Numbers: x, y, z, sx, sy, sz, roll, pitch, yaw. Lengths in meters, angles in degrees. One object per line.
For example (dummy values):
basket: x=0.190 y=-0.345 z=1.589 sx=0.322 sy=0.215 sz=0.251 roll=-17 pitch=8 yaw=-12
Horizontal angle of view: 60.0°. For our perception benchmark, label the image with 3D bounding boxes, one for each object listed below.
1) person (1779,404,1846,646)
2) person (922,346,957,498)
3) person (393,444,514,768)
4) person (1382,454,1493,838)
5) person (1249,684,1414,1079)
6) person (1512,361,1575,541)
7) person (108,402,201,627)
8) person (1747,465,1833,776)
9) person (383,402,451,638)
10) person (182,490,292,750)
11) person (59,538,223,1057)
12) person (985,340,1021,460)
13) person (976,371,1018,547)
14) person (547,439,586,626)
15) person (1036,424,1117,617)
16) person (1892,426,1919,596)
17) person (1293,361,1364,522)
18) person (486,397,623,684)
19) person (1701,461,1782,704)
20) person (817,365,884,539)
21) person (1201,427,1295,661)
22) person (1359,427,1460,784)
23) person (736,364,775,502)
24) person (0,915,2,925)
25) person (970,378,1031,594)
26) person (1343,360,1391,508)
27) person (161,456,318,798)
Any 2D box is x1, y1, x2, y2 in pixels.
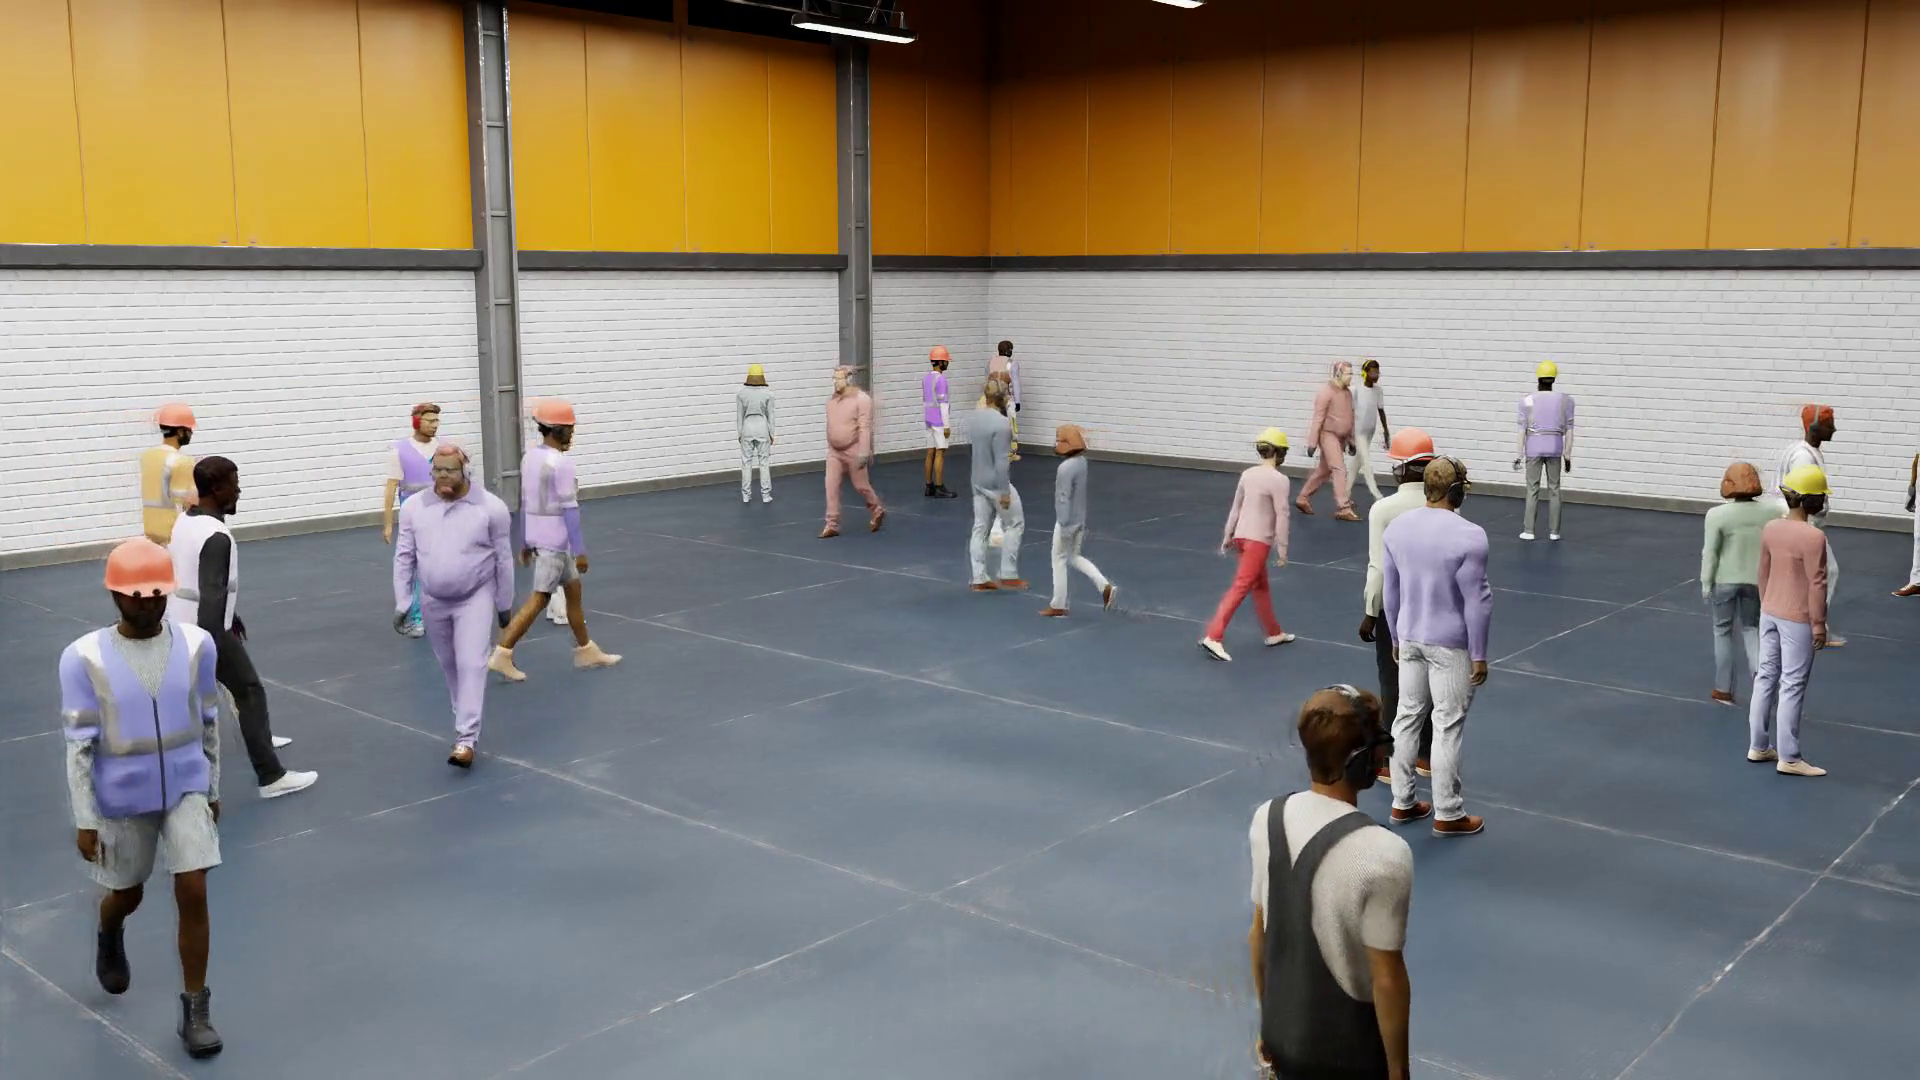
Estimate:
person: x=6.475 y=-0.087 z=12.543 sx=0.689 sy=1.862 sz=0.620 roll=6 pitch=11 yaw=34
person: x=-0.268 y=-1.500 z=21.199 sx=0.360 sy=1.939 sz=0.543 roll=-5 pitch=10 yaw=-28
person: x=-2.958 y=0.376 z=9.656 sx=0.643 sy=1.856 sz=0.989 roll=0 pitch=9 yaw=1
person: x=2.417 y=0.532 z=8.436 sx=0.372 sy=1.940 sz=0.630 roll=-7 pitch=11 yaw=-36
person: x=0.915 y=1.264 z=4.161 sx=0.453 sy=1.836 sz=0.531 roll=-6 pitch=11 yaw=-32
person: x=6.213 y=-0.942 z=17.746 sx=0.633 sy=1.924 sz=0.384 roll=1 pitch=9 yaw=8
person: x=-5.856 y=-0.043 z=12.142 sx=0.565 sy=1.913 sz=0.726 roll=6 pitch=11 yaw=31
person: x=4.754 y=0.451 z=9.483 sx=0.317 sy=1.769 sz=0.522 roll=-1 pitch=9 yaw=-9
person: x=-4.264 y=-0.163 z=13.110 sx=0.421 sy=1.846 sz=0.772 roll=7 pitch=11 yaw=37
person: x=-4.498 y=0.490 z=9.788 sx=0.877 sy=1.593 sz=0.520 roll=-4 pitch=10 yaw=-23
person: x=-3.041 y=0.909 z=6.198 sx=0.543 sy=1.905 sz=0.870 roll=-8 pitch=12 yaw=-40
person: x=0.685 y=-2.136 z=25.492 sx=0.634 sy=1.841 sz=0.429 roll=7 pitch=12 yaw=39
person: x=0.387 y=-0.851 z=17.446 sx=0.429 sy=1.837 sz=0.621 roll=-2 pitch=9 yaw=-13
person: x=-3.254 y=-0.128 z=13.514 sx=0.310 sy=1.642 sz=0.514 roll=-4 pitch=10 yaw=-24
person: x=0.953 y=-0.146 z=13.679 sx=0.605 sy=1.617 sz=0.510 roll=5 pitch=10 yaw=28
person: x=8.468 y=-0.392 z=14.457 sx=0.309 sy=1.868 sz=0.534 roll=-3 pitch=10 yaw=-20
person: x=4.305 y=-1.166 z=19.396 sx=0.976 sy=1.856 sz=0.643 roll=7 pitch=12 yaw=39
person: x=-2.908 y=-0.003 z=11.652 sx=1.041 sy=1.998 sz=0.624 roll=-6 pitch=11 yaw=-35
person: x=5.121 y=0.295 z=10.896 sx=0.522 sy=1.618 sz=0.418 roll=0 pitch=9 yaw=3
person: x=-1.184 y=-0.977 z=18.120 sx=0.638 sy=1.880 sz=0.896 roll=6 pitch=11 yaw=32
person: x=2.183 y=0.016 z=12.434 sx=0.972 sy=1.698 sz=0.561 roll=-4 pitch=10 yaw=-25
person: x=2.498 y=0.367 z=9.295 sx=0.612 sy=1.995 sz=0.376 roll=-5 pitch=10 yaw=-28
person: x=-2.553 y=-1.337 z=20.821 sx=0.480 sy=1.734 sz=0.334 roll=0 pitch=9 yaw=-2
person: x=-3.365 y=1.168 z=5.401 sx=0.507 sy=1.631 sz=0.270 roll=1 pitch=9 yaw=7
person: x=0.388 y=-0.475 z=14.801 sx=0.668 sy=1.921 sz=0.655 roll=-5 pitch=10 yaw=-27
person: x=4.922 y=-1.248 z=19.981 sx=0.552 sy=1.813 sz=0.993 roll=-6 pitch=11 yaw=-32
person: x=-3.920 y=0.489 z=8.907 sx=0.613 sy=1.881 sz=0.893 roll=9 pitch=13 yaw=44
